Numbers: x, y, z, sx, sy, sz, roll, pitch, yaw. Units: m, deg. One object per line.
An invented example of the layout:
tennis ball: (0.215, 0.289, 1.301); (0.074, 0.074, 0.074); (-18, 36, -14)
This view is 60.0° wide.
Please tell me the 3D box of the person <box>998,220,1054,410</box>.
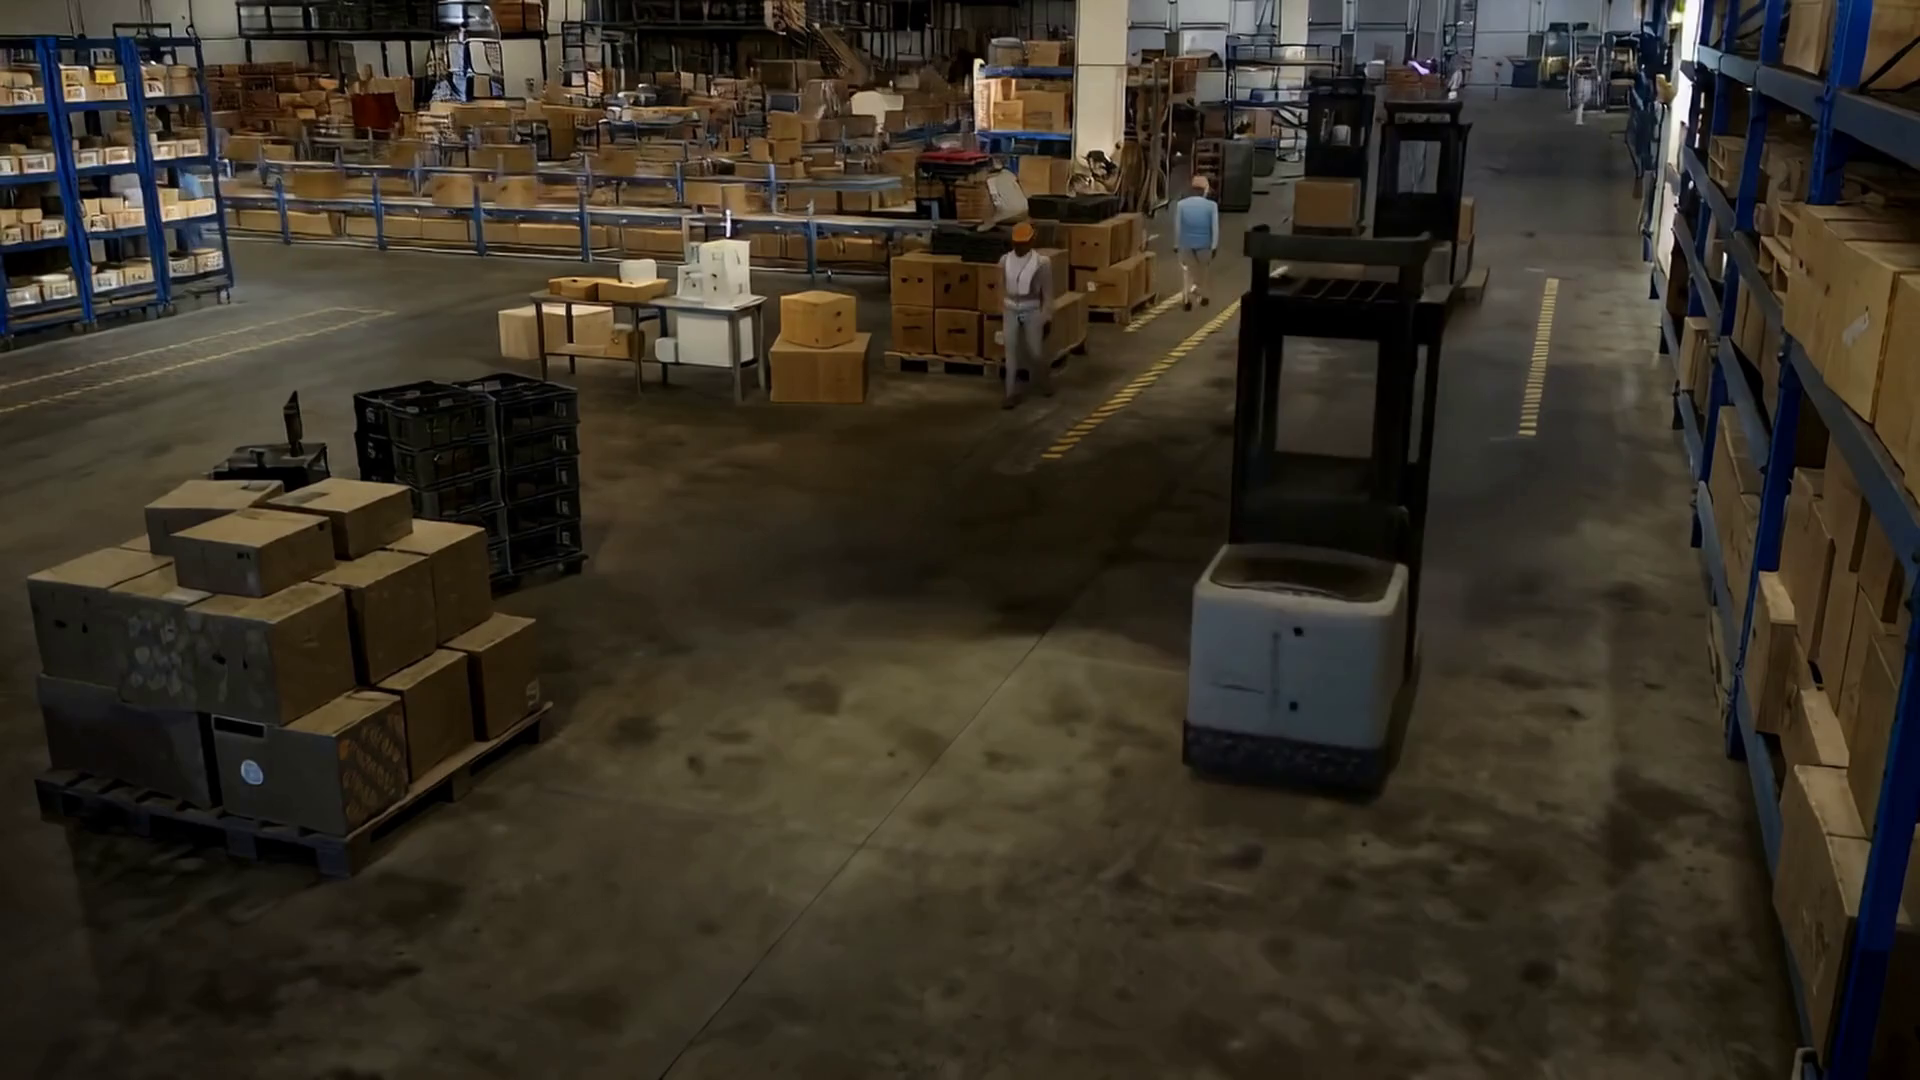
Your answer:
person: (0.701, -2.337, 17.069); (0.619, 1.921, 0.832); (8, 19, 25)

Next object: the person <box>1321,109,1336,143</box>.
person: (10.435, -11.774, 47.067); (0.316, 1.697, 0.542); (-13, 22, -36)

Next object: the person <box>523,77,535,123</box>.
person: (-14.008, -14.151, 54.259); (0.515, 1.872, 0.328); (13, 22, 34)

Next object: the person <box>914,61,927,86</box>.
person: (-1.445, -18.269, 66.920); (1.014, 2.000, 0.720); (12, 21, 32)

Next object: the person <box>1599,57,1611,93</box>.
person: (31.202, -22.306, 79.907); (0.869, 1.850, 0.606); (4, 18, 13)

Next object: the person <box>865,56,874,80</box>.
person: (-4.080, -20.541, 74.158); (0.396, 1.989, 0.766); (-9, 20, -27)

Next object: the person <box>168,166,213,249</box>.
person: (-11.808, -4.916, 25.379); (1.008, 1.779, 0.583); (6, 19, 19)

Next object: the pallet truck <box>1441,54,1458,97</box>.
pallet truck: (22.765, -21.886, 78.355); (0.823, 1.965, 1.885); (-4, 18, -14)

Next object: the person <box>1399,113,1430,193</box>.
person: (9.558, -8.042, 35.028); (0.636, 1.900, 0.399); (3, 18, 11)

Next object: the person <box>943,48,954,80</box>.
person: (-0.623, -26.157, 91.855); (0.604, 1.949, 0.389); (2, 18, 7)

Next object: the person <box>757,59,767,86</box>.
person: (-8.732, -20.202, 73.260); (0.612, 1.876, 0.594); (2, 18, 6)

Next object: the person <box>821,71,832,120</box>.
person: (-4.748, -15.827, 59.520); (0.452, 1.868, 0.602); (8, 19, 23)

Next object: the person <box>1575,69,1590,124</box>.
person: (22.386, -15.919, 59.732); (0.397, 1.929, 0.539); (1, 18, 2)

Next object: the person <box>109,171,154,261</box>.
person: (-12.284, -4.764, 24.742); (0.670, 1.881, 0.431); (-15, 23, -39)

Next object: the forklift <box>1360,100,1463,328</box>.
forklift: (5.896, -4.261, 21.543); (1.129, 2.768, 1.873); (6, 19, 19)

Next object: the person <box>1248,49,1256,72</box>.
person: (16.206, -26.115, 91.812); (0.605, 1.886, 0.887); (-11, 21, -32)

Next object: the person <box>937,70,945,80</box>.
person: (-0.674, -15.474, 58.304); (0.362, 1.939, 0.543); (9, 20, 27)

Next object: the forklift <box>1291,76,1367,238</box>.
forklift: (6.598, -6.755, 29.381); (1.129, 2.768, 1.873); (6, 19, 19)

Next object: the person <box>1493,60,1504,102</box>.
person: (23.948, -20.392, 73.938); (0.431, 1.835, 0.624); (6, 19, 19)

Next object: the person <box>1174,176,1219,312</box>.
person: (3.205, -4.033, 22.600); (0.614, 1.789, 0.898); (4, 18, 13)

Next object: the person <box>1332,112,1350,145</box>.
person: (8.983, -9.202, 39.067); (0.538, 1.644, 0.886); (6, 19, 19)

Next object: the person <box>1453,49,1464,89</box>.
person: (26.097, -24.647, 87.033); (0.625, 1.992, 0.386); (15, 23, 39)

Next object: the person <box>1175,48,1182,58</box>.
person: (12.266, -26.576, 93.232); (0.870, 1.914, 0.544); (13, 22, 36)

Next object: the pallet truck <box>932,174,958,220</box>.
pallet truck: (-0.507, -5.292, 27.348); (0.653, 1.274, 1.630); (6, 19, 19)

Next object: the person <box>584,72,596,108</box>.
person: (-14.543, -17.680, 65.552); (0.515, 1.751, 0.527); (1, 18, 3)

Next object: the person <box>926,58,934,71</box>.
person: (-1.397, -20.840, 75.235); (1.010, 1.899, 0.638); (-1, 18, -4)

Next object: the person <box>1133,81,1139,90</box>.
person: (8.923, -23.599, 84.226); (0.538, 1.696, 0.317); (16, 24, 42)

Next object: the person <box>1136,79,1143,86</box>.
person: (9.222, -23.963, 85.211); (0.634, 1.814, 0.835); (-11, 21, -31)

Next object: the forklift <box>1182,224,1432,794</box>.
forklift: (1.968, -0.292, 9.072); (1.129, 2.768, 1.873); (6, 19, 19)
